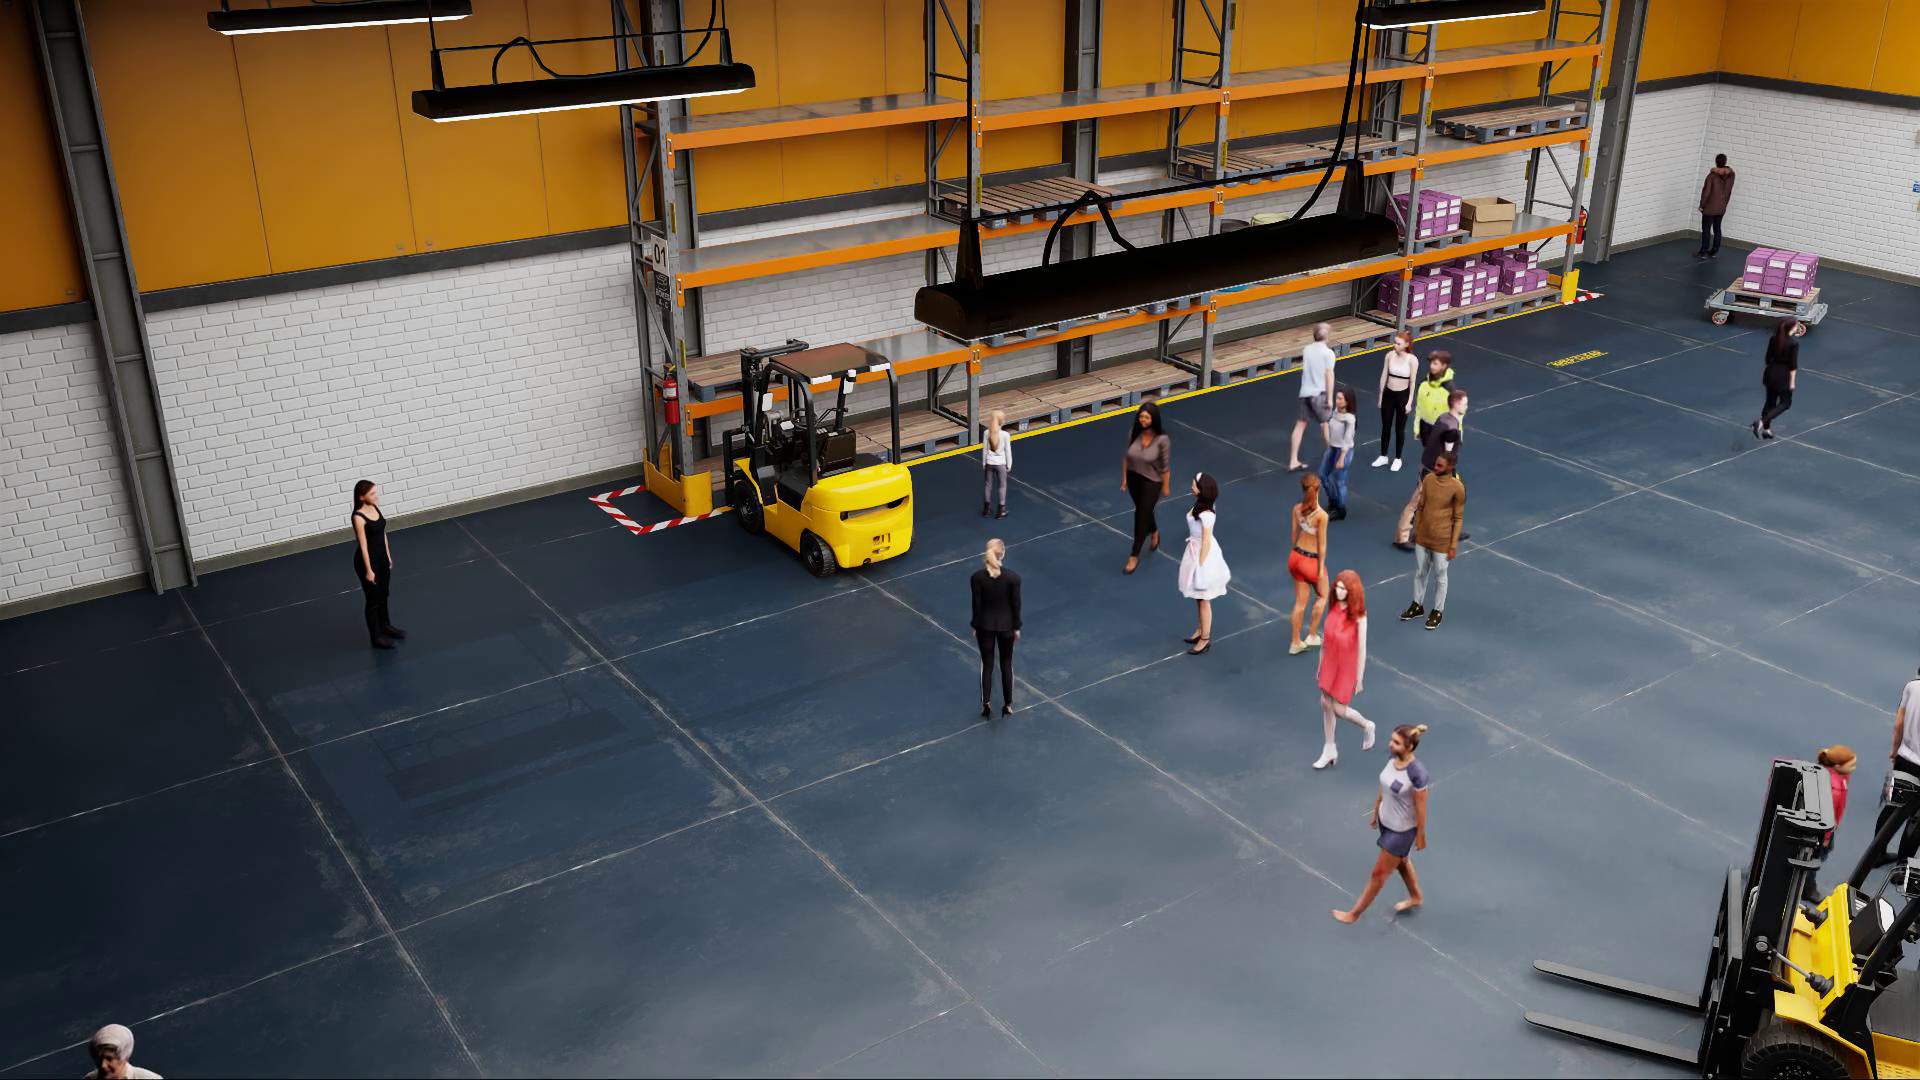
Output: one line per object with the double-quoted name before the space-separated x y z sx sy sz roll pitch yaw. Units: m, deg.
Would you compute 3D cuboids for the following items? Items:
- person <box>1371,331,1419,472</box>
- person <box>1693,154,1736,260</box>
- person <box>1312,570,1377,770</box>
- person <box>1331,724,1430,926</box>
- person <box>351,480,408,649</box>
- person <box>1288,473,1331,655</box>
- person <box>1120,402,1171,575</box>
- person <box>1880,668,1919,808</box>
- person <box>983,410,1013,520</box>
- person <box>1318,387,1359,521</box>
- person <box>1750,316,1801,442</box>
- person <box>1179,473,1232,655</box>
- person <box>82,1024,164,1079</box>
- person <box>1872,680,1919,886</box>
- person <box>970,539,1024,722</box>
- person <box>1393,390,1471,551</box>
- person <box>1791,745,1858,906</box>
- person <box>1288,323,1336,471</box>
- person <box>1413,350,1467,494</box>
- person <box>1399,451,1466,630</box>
"person" 5.297 -1.696 20.158 0.634 1.742 0.597 18 29 35
"person" 13.564 -5.999 29.873 0.751 1.845 0.904 -6 24 -13
"person" 3.219 1.065 13.753 0.838 1.813 0.645 -13 27 -26
"person" 3.181 2.033 11.838 1.087 1.574 0.822 -5 24 -12
"person" -5.594 0.216 15.850 0.727 1.689 0.671 3 24 8
"person" 3.199 0.265 15.645 0.641 1.763 0.624 -16 28 -32
"person" 1.995 -0.588 17.558 0.929 1.793 1.249 15 28 31
"person" 7.590 1.372 13.099 1.064 1.775 0.919 -2 24 -4
"person" 0.403 -0.858 18.821 0.584 1.277 0.631 8 25 18
"person" 4.342 -0.960 18.635 0.719 1.613 0.719 -3 24 -6
"person" 10.259 -1.998 20.965 0.839 1.648 0.711 -9 25 -20
"person" 2.282 0.218 15.690 0.911 1.813 0.856 2 24 4
"person" -4.314 3.287 8.741 0.661 1.756 0.767 -1 24 -2
"person" 7.099 1.669 12.309 0.657 1.863 0.733 -7 24 -15
"person" 0.313 0.790 14.518 0.659 1.704 0.748 1 24 3
"person" 5.057 -0.747 17.931 1.157 1.786 1.110 5 24 12
"person" 6.231 2.051 12.128 0.725 1.308 0.691 12 26 25
"person" 4.202 -1.686 20.084 1.130 1.783 0.783 -17 29 -34
"person" 5.486 -1.203 18.795 1.252 1.930 0.888 -12 26 -25
"person" 4.657 -0.031 16.256 0.591 1.816 0.671 -21 31 -39
